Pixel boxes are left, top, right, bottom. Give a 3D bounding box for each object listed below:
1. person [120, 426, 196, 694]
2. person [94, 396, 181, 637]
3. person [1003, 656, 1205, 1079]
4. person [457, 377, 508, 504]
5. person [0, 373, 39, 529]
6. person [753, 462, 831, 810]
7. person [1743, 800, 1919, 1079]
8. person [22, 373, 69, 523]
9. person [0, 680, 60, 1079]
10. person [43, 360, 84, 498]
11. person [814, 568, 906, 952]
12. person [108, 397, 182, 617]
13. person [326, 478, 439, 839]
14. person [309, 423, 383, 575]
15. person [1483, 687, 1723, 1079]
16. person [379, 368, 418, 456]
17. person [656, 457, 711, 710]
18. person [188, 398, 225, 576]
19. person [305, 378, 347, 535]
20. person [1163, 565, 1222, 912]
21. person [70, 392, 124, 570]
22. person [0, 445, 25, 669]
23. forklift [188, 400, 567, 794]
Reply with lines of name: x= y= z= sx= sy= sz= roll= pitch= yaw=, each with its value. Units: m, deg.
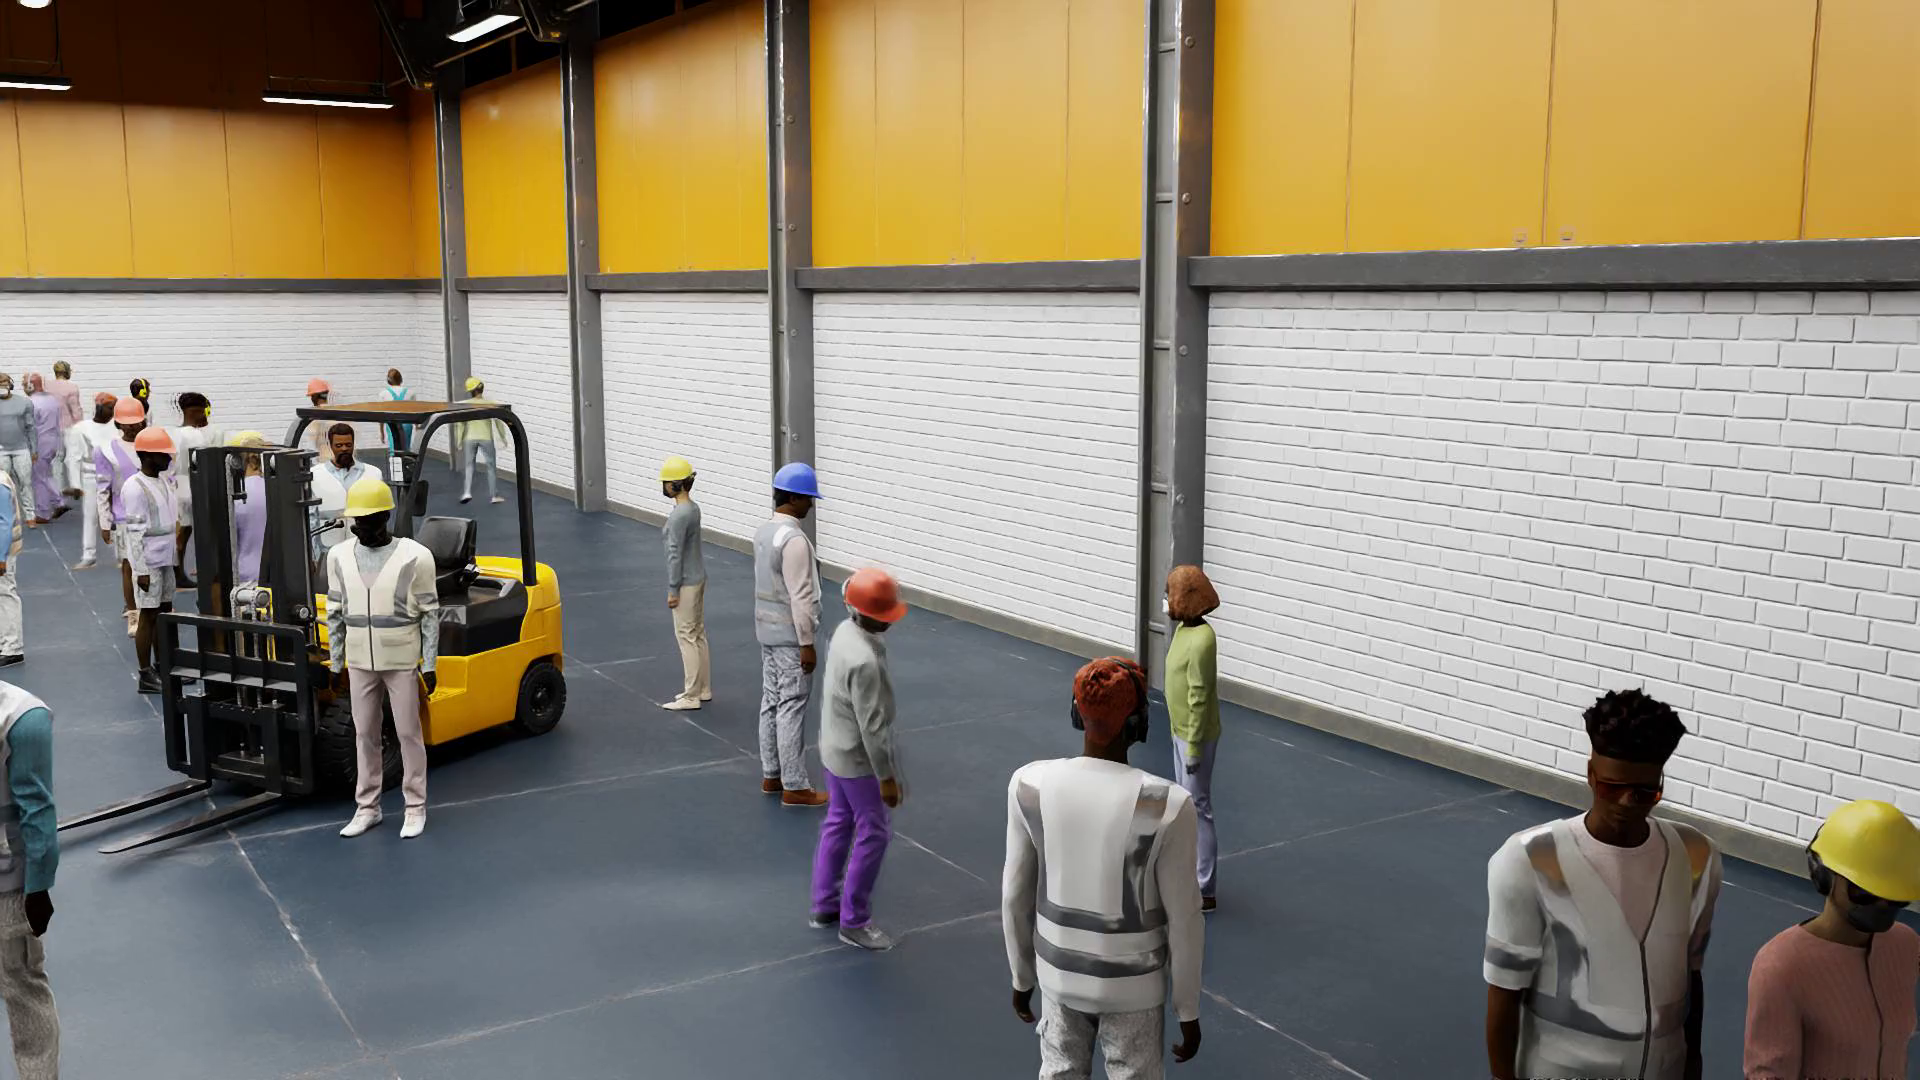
person: x=-5.782 y=0.145 z=12.001 sx=0.387 sy=1.931 sz=0.543 roll=0 pitch=8 yaw=-1
person: x=-6.876 y=-0.192 z=13.946 sx=0.619 sy=2.029 sz=0.410 roll=-6 pitch=10 yaw=-33
person: x=0.405 y=1.255 z=4.676 sx=0.584 sy=1.879 sz=0.339 roll=4 pitch=9 yaw=27
person: x=-6.520 y=-1.345 z=22.697 sx=0.662 sy=1.745 sz=0.459 roll=-1 pitch=8 yaw=-5
person: x=-11.570 y=-1.073 z=20.235 sx=0.636 sy=1.928 sz=0.386 roll=-6 pitch=10 yaw=-33
person: x=-0.950 y=0.534 z=9.351 sx=0.403 sy=1.938 sz=0.602 roll=-4 pitch=9 yaw=-27
person: x=2.006 y=1.442 z=3.826 sx=0.526 sy=1.762 sz=0.336 roll=-4 pitch=9 yaw=-25
person: x=-11.521 y=-1.140 z=20.777 sx=0.425 sy=1.892 sz=0.658 roll=-1 pitch=8 yaw=-5
person: x=-3.266 y=1.106 z=5.504 sx=0.604 sy=1.939 sz=0.415 roll=2 pitch=9 yaw=12
person: x=-12.597 y=-1.555 z=23.424 sx=0.627 sy=1.940 sz=0.370 roll=3 pitch=9 yaw=18
person: x=-0.451 y=0.950 z=7.343 sx=0.374 sy=1.711 sz=0.622 roll=-2 pitch=9 yaw=-14
person: x=-7.299 y=-0.297 z=14.860 sx=0.613 sy=1.962 sz=0.362 roll=-5 pitch=10 yaw=-29
person: x=-3.047 y=0.625 z=8.768 sx=0.591 sy=1.925 sz=0.385 roll=1 pitch=8 yaw=5
person: x=-4.612 y=0.075 z=12.505 sx=0.593 sy=1.920 sz=0.391 roll=-6 pitch=10 yaw=-34
person: x=1.550 y=1.310 z=4.034 sx=0.609 sy=1.961 sz=0.367 roll=-2 pitch=9 yaw=-12
person: x=-8.079 y=-1.573 z=24.020 sx=0.557 sy=1.811 sz=0.809 roll=-5 pitch=10 yaw=-29
person: x=-1.927 y=0.300 z=11.538 sx=0.337 sy=1.757 sz=0.517 roll=0 pitch=8 yaw=3
person: x=-7.655 y=-0.542 z=16.882 sx=0.513 sy=1.860 sz=0.325 roll=5 pitch=10 yaw=29
person: x=-7.345 y=-0.951 z=19.552 sx=0.768 sy=1.897 sz=0.553 roll=4 pitch=9 yaw=26
person: x=1.074 y=0.924 z=7.779 sx=0.280 sy=1.624 sz=0.494 roll=-1 pitch=8 yaw=-4
person: x=-8.896 y=-0.605 z=17.318 sx=0.629 sy=1.851 sz=0.662 roll=8 pitch=11 yaw=42
person: x=-7.438 y=0.080 z=12.789 sx=0.404 sy=1.826 sz=0.587 roll=-6 pitch=10 yaw=-36
forklift: x=-3.529 y=0.258 z=10.348 sx=1.214 sy=2.155 sz=2.313 roll=4 pitch=9 yaw=25
